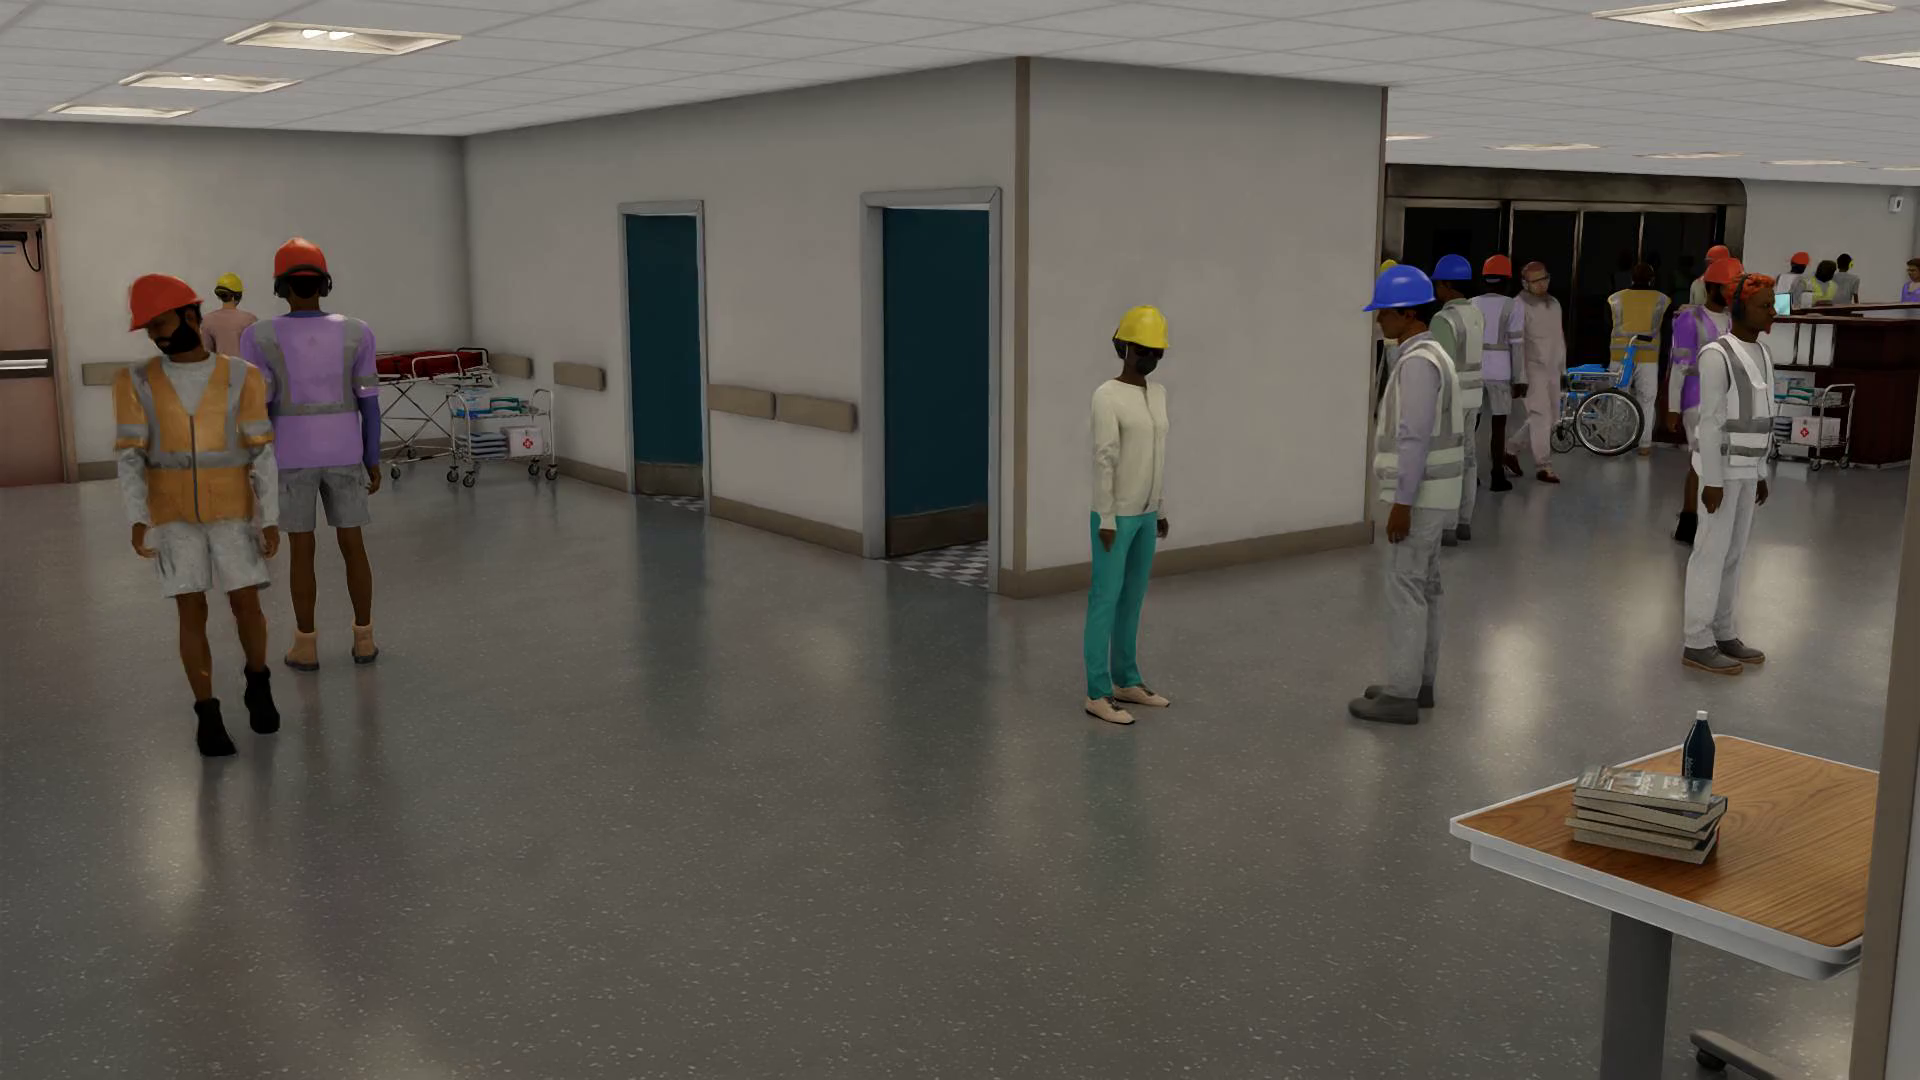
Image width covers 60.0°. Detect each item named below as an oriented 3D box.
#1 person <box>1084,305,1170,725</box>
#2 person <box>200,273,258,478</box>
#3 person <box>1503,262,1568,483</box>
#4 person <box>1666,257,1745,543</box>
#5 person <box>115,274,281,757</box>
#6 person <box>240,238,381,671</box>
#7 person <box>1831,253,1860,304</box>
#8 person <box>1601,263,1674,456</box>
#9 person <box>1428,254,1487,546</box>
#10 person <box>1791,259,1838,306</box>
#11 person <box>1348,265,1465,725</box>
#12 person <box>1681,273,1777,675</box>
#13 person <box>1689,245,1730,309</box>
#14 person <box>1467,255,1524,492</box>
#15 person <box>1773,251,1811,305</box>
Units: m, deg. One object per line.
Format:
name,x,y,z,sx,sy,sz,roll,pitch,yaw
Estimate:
person,0.739,-0.113,7.098,0.329,1.765,0.525,8,13,37
person,-6.237,-1.406,14.327,0.524,1.770,0.315,0,10,2
person,4.905,-1.428,14.186,0.704,1.867,0.622,-8,13,-38
person,5.052,-0.901,11.044,0.580,1.922,0.602,-5,11,-27
person,-2.993,-0.090,6.572,0.580,1.902,0.502,-4,11,-20
person,-3.064,-0.398,7.906,0.605,2.045,0.372,-6,12,-30
person,13.338,-3.402,25.235,0.537,1.866,0.314,6,12,31
person,6.456,-1.718,15.898,0.625,1.838,0.430,4,11,23
person,3.292,-0.932,11.162,0.400,1.949,0.605,9,13,41
person,11.731,-2.974,23.013,0.699,1.806,0.691,-2,10,-10
person,1.913,-0.192,7.082,0.443,1.938,0.629,3,11,17
person,3.674,-0.316,7.897,0.575,1.883,0.355,-10,14,-43
person,8.602,-2.357,19.007,0.374,1.997,0.608,-5,11,-27
person,4.356,-1.366,13.660,0.549,1.929,0.384,9,14,42
person,12.163,-3.303,24.581,0.686,1.910,0.585,-4,11,-21
